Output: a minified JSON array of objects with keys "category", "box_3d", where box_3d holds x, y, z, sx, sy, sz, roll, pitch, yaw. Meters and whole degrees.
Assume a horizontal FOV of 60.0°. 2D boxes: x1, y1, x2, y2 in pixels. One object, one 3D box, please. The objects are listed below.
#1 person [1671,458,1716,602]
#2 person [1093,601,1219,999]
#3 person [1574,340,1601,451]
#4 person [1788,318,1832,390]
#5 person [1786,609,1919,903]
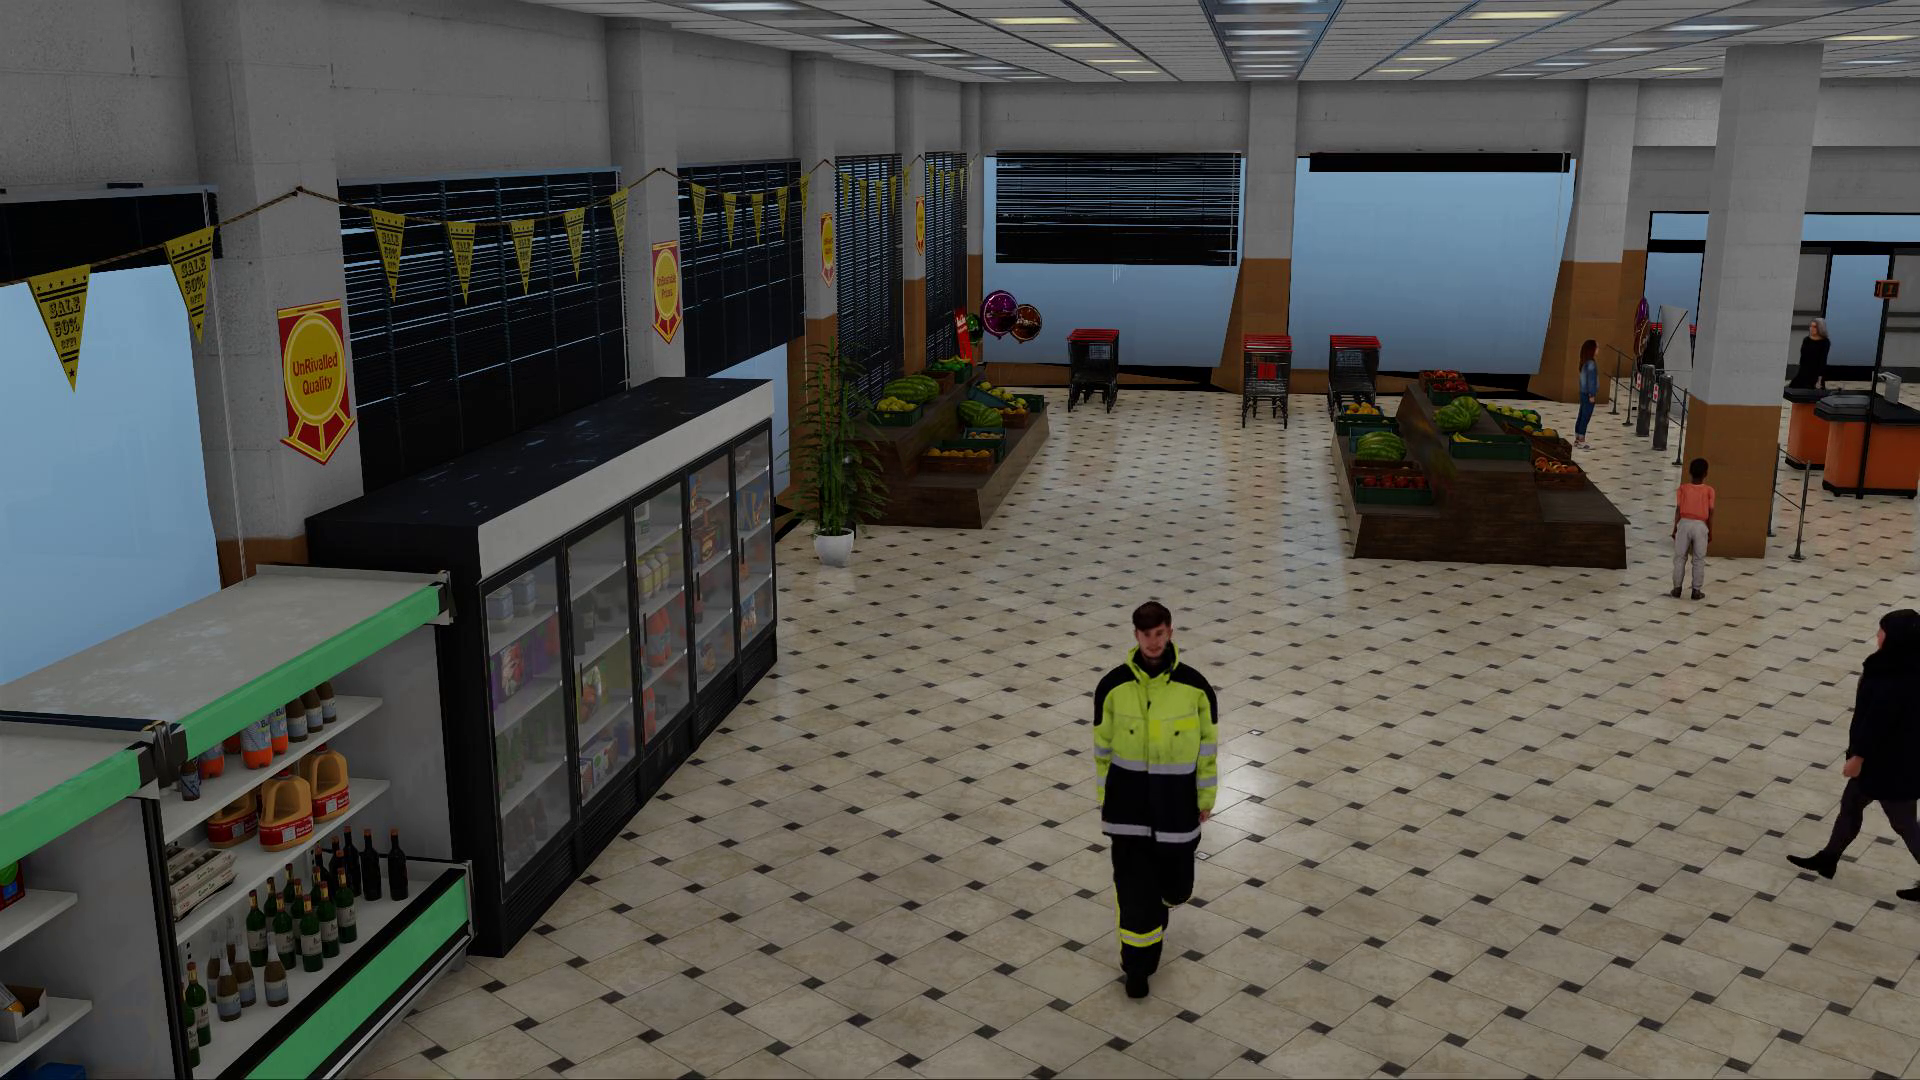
[{"category":"person","box_3d":[6.694,-0.104,15.200,0.546,1.310,0.548,7,16,28]},{"category":"person","box_3d":[0.976,1.236,8.299,0.866,1.959,1.079,0,14,2]},{"category":"person","box_3d":[8.525,-1.985,22.603,0.637,1.476,0.436,2,14,7]},{"category":"person","box_3d":[11.767,-2.152,22.921,0.862,1.651,0.825,-5,15,-21]},{"category":"person","box_3d":[5.154,1.214,9.071,1.034,1.637,1.112,10,17,37]}]
